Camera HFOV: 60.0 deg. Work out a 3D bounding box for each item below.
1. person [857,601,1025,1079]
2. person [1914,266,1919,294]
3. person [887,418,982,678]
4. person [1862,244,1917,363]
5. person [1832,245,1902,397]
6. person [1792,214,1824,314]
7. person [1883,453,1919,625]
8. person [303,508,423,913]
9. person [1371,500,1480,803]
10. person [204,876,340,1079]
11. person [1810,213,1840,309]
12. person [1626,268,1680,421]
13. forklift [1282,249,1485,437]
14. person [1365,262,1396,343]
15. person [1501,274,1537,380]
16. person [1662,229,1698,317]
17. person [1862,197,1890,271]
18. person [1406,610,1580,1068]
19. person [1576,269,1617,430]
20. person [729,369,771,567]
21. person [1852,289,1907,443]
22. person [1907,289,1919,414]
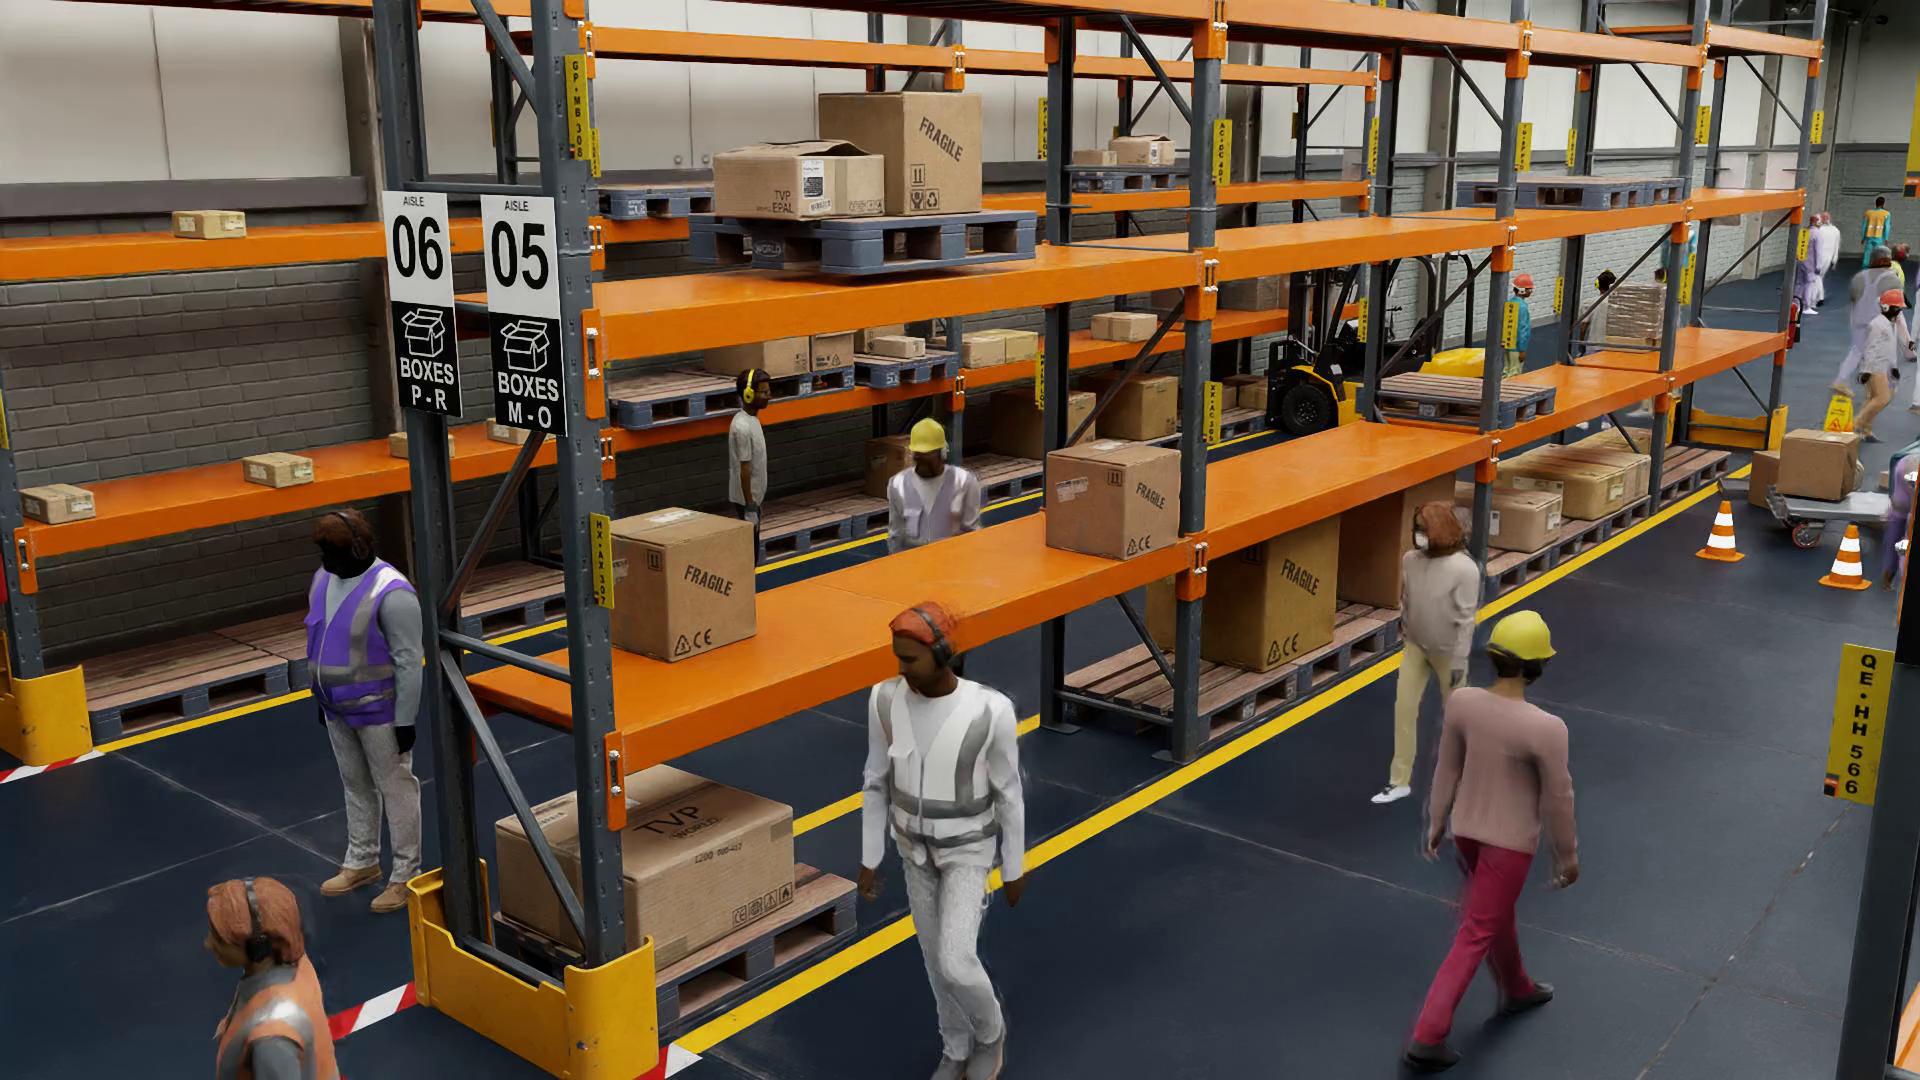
[{"bbox_3d":[-0.064,1.116,5.899,0.585,1.866,0.440,8,16,29],"label":"person"},{"bbox_3d":[16.959,-4.408,28.951,0.533,1.591,0.888,1,14,2],"label":"person"},{"bbox_3d":[-0.146,0.134,10.028,0.589,1.800,0.856,2,14,7],"label":"person"},{"bbox_3d":[14.168,-3.572,25.156,1.035,1.773,0.560,5,15,19],"label":"person"},{"bbox_3d":[11.989,-2.900,21.878,0.941,2.000,0.684,-10,17,-35],"label":"person"},{"bbox_3d":[16.309,-5.291,31.912,0.400,1.899,0.648,-2,14,-9],"label":"person"},{"bbox_3d":[5.567,0.163,9.433,0.623,2.024,0.545,13,19,41],"label":"person"},{"bbox_3d":[-2.661,0.753,7.429,0.623,1.837,0.430,9,17,33],"label":"person"},{"bbox_3d":[2.529,0.568,8.695,0.773,1.603,0.503,-10,17,-37],"label":"person"},{"bbox_3d":[-1.707,1.613,4.368,0.644,1.615,0.521,-4,14,-17],"label":"person"},{"bbox_3d":[16.920,-5.503,32.808,0.694,1.874,0.442,-2,14,-10],"label":"person"},{"bbox_3d":[8.373,-2.330,19.970,0.727,1.841,0.525,4,14,14],"label":"person"},{"bbox_3d":[4.886,-2.214,18.767,2.313,2.155,1.214,11,18,38],"label":"forklift"},{"bbox_3d":[5.485,-2.781,21.744,0.532,1.871,0.319,-7,15,-26],"label":"person"},{"bbox_3d":[6.823,-2.377,20.341,0.342,1.749,0.572,0,14,0],"label":"person"},{"bbox_3d":[13.349,-5.115,30.909,0.602,2.023,0.458,8,16,30],"label":"person"},{"bbox_3d":[21.836,-7.214,39.693,0.373,1.916,0.596,-13,19,-42],"label":"person"},{"bbox_3d":[2.011,1.104,6.249,0.925,1.718,0.534,-8,16,-29],"label":"person"},{"bbox_3d":[7.481,-2.216,19.445,0.516,1.872,0.327,3,14,11],"label":"person"},{"bbox_3d":[-1.435,-0.254,11.468,0.309,1.864,0.535,-1,14,-5],"label":"person"},{"bbox_3d":[10.284,-1.926,18.551,0.382,1.731,0.556,11,17,37],"label":"person"},{"bbox_3d":[12.059,-2.496,20.554,0.585,1.882,0.337,3,14,14],"label":"person"}]
